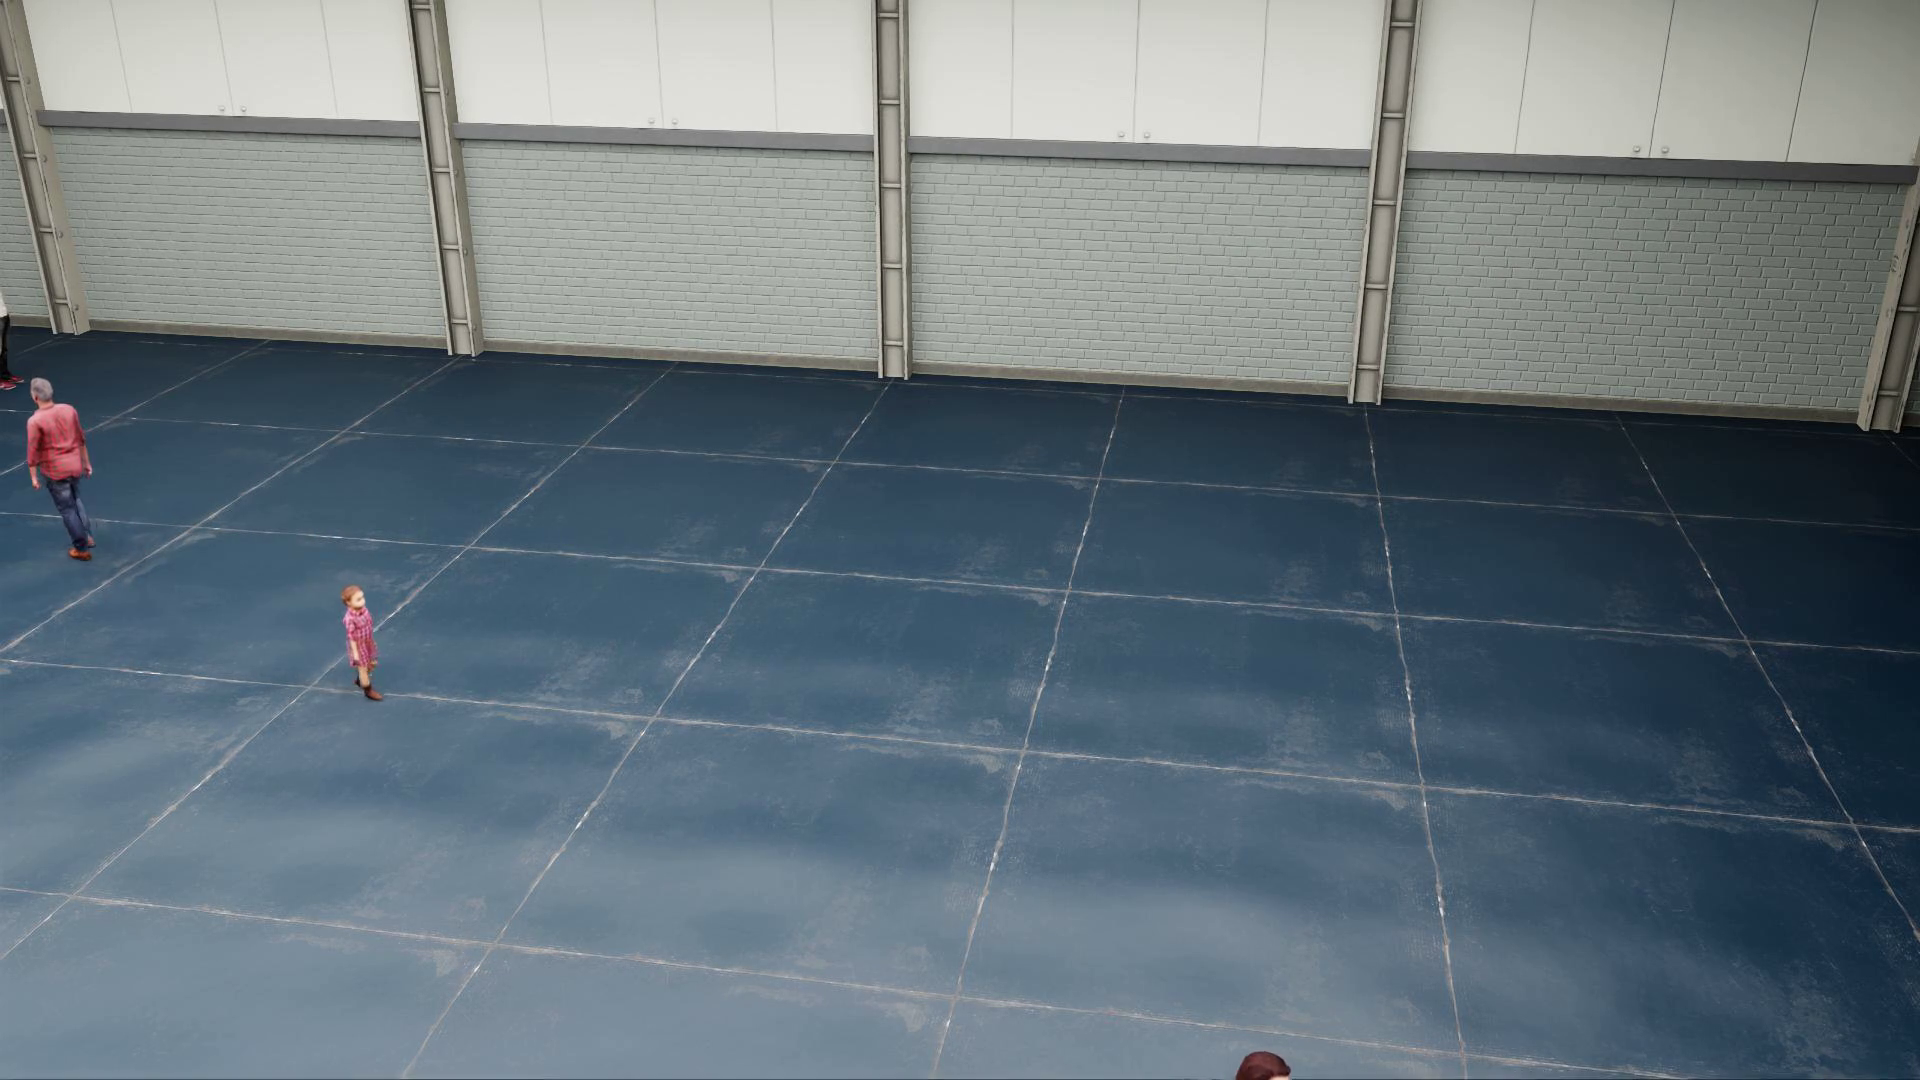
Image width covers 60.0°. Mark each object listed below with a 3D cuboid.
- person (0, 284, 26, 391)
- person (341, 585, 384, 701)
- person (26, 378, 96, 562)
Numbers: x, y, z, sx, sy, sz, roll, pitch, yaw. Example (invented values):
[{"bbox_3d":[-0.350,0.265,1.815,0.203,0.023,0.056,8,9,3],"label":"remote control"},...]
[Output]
[{"bbox_3d":[-12.236,-2.823,21.043,0.639,1.803,0.702,-3,23,-7],"label":"person"},{"bbox_3d":[-4.886,0.819,13.487,0.520,1.014,0.468,8,24,18],"label":"person"},{"bbox_3d":[-8.538,-0.657,15.930,0.761,1.818,0.795,11,26,25],"label":"person"}]
